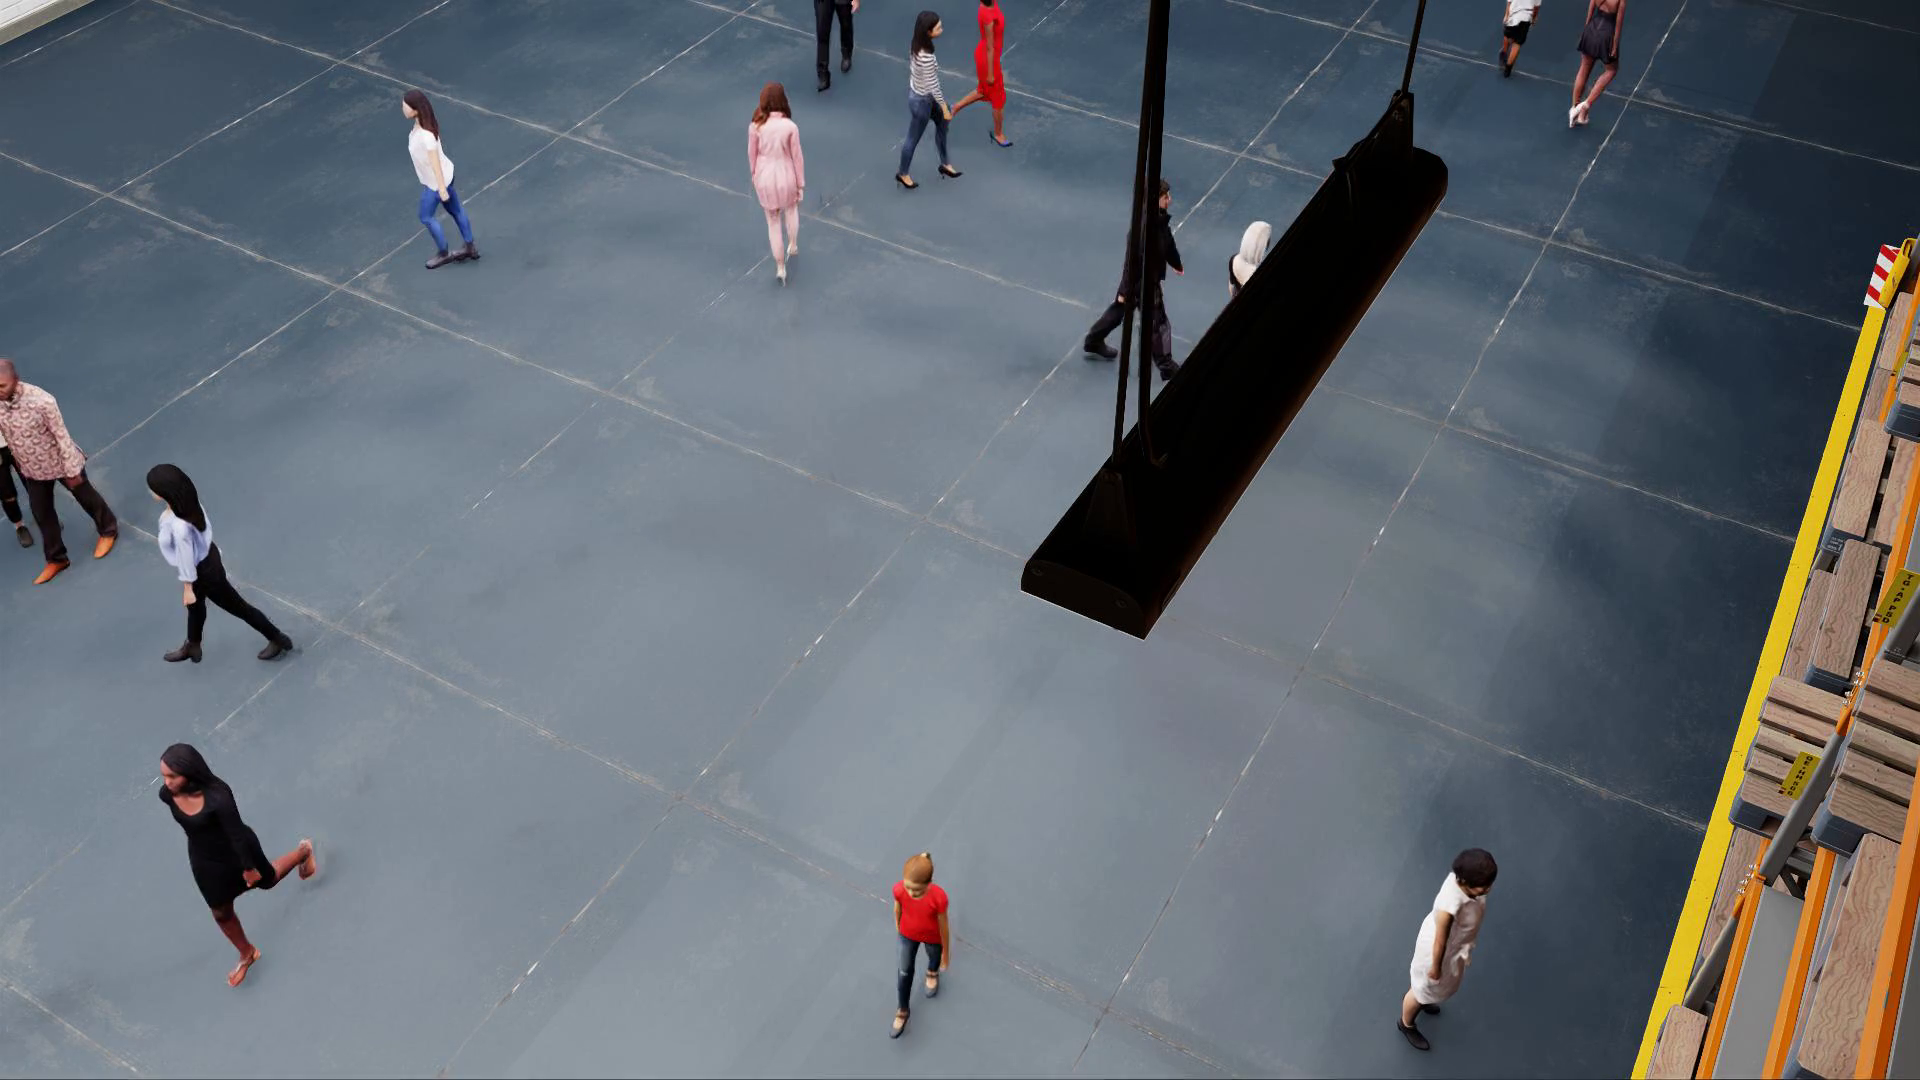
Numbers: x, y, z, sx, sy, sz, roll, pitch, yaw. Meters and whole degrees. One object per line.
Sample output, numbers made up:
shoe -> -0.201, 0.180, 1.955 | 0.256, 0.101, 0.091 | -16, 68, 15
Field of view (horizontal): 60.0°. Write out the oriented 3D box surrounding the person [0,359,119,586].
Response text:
person -> -6.291, -0.610, 11.572 | 0.898, 1.783, 1.045 | 6, 44, 7

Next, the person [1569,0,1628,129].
person -> 6.075, -4.747, 15.919 | 0.729, 1.777, 0.694 | -27, 50, -26

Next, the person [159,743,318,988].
person -> -4.015, 1.680, 9.236 | 0.860, 1.690, 1.182 | 8, 44, 9

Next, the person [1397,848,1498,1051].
person -> 2.567, 2.144, 8.849 | 0.617, 1.551, 0.458 | 20, 47, 20

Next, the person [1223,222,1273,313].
person -> 2.040, -1.530, 12.543 | 1.248, 1.777, 0.883 | -34, 53, -31

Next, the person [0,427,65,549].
person -> -6.791, -0.639, 11.825 | 0.577, 1.476, 0.709 | -33, 53, -30

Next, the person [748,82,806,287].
person -> -1.548, -2.946, 14.027 | 0.860, 1.778, 0.955 | -3, 44, -3

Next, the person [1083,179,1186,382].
person -> 1.345, -2.063, 13.090 | 1.027, 1.793, 1.217 | 9, 44, 9

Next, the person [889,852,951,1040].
person -> -0.183, 2.089, 9.093 | 0.624, 1.295, 0.806 | 8, 44, 8

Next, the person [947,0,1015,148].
person -> 0.193, -4.489, 15.686 | 0.920, 1.725, 0.989 | 1, 44, 1

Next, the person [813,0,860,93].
person -> -1.243, -5.507, 16.706 | 1.073, 1.792, 1.297 | 2, 44, 2

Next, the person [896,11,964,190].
person -> -0.430, -3.926, 15.068 | 0.961, 1.761, 0.927 | -8, 44, -8

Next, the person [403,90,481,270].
person -> -4.375, -3.075, 14.244 | 0.874, 1.666, 0.813 | -9, 44, -10

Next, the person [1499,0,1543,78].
person -> 5.694, -5.302, 16.891 | 0.587, 1.240, 0.759 | 12, 45, 12

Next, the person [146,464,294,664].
person -> -4.802, 0.197, 10.783 | 1.157, 1.703, 1.053 | -15, 46, -15
